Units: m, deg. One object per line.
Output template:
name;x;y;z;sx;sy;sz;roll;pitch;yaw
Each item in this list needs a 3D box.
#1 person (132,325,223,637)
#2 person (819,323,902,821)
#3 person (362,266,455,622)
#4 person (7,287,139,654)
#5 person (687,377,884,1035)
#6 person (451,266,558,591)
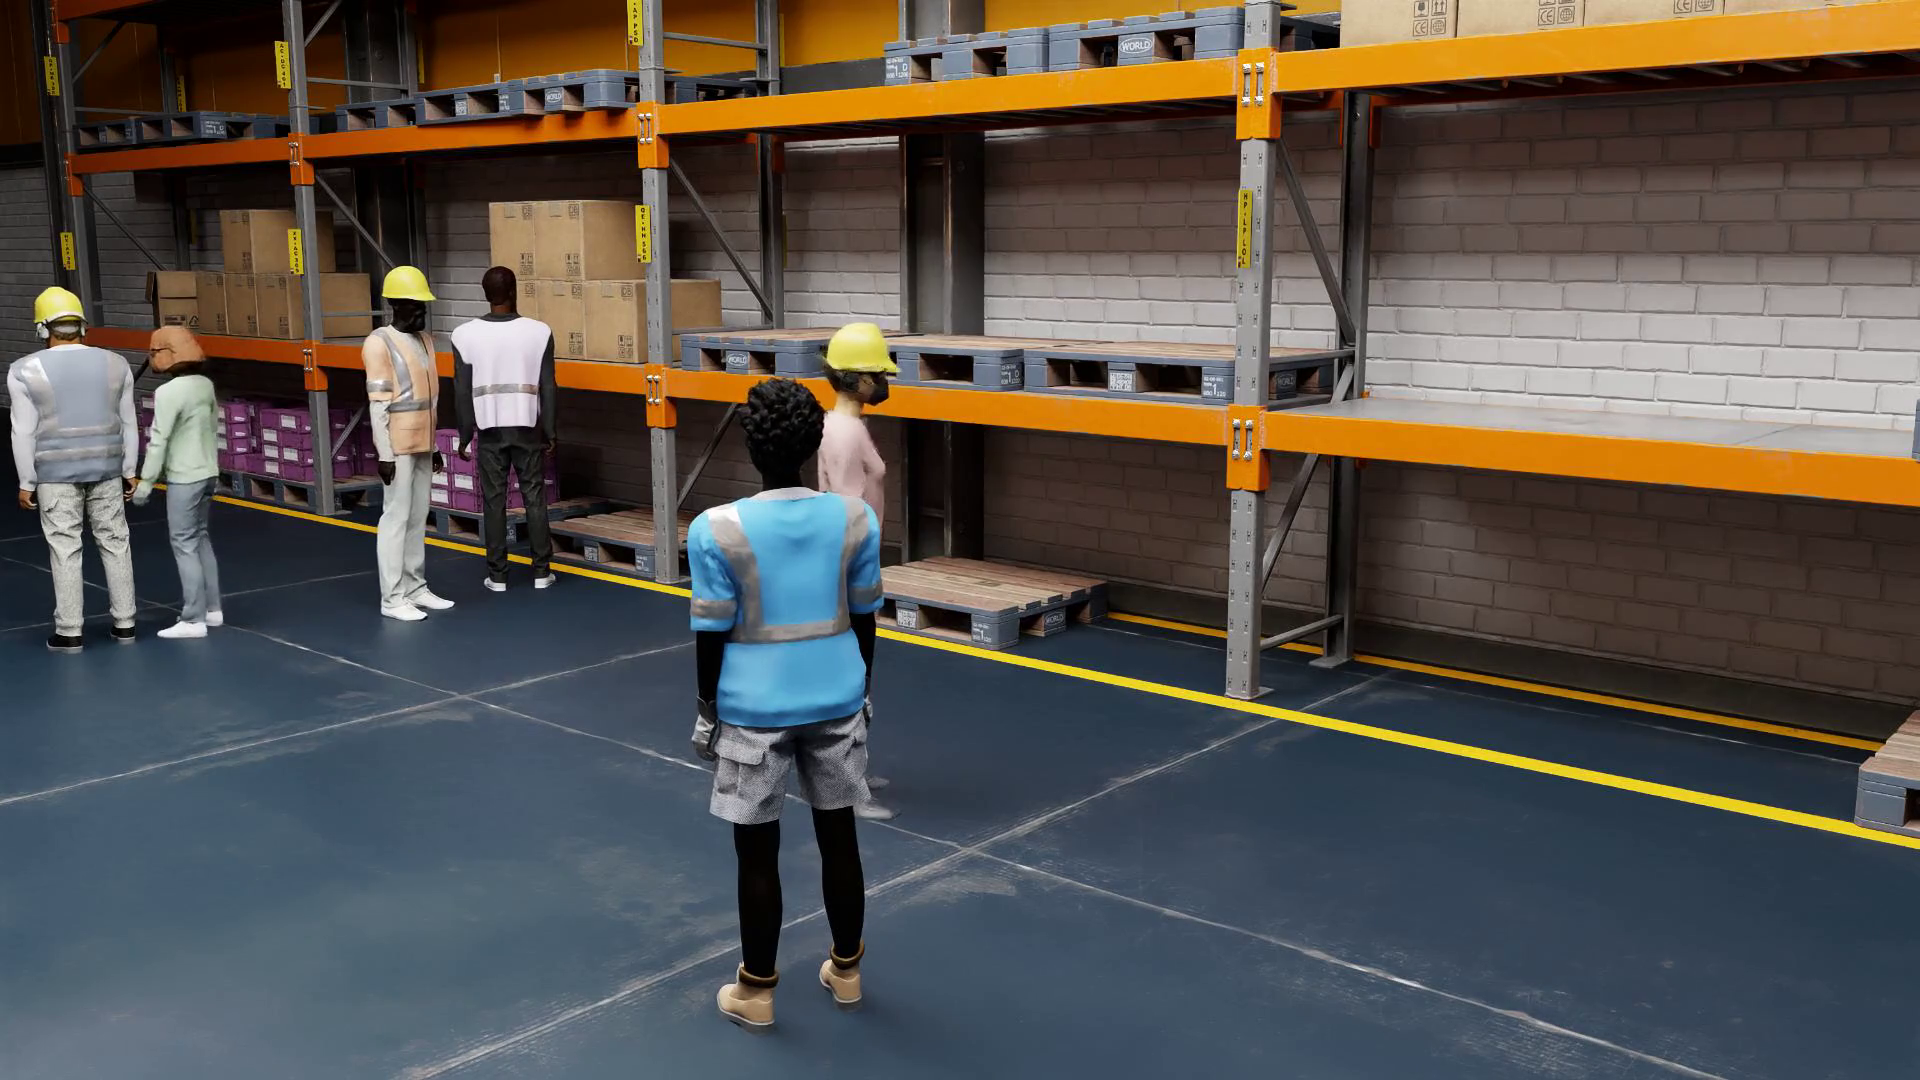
person;-4.045;-0.296;8.649;0.337;1.628;0.519;0;10;0
person;-0.367;0.116;5.950;0.335;1.762;0.553;-1;10;-5
person;-3.006;-0.529;9.113;0.384;1.925;0.593;2;10;10
person;-4.435;-0.347;8.354;0.404;1.832;0.589;9;14;42
person;-0.447;0.430;4.305;0.535;1.700;0.318;-5;11;-28
person;-2.671;-0.647;9.824;0.589;1.915;0.399;-3;10;-16
